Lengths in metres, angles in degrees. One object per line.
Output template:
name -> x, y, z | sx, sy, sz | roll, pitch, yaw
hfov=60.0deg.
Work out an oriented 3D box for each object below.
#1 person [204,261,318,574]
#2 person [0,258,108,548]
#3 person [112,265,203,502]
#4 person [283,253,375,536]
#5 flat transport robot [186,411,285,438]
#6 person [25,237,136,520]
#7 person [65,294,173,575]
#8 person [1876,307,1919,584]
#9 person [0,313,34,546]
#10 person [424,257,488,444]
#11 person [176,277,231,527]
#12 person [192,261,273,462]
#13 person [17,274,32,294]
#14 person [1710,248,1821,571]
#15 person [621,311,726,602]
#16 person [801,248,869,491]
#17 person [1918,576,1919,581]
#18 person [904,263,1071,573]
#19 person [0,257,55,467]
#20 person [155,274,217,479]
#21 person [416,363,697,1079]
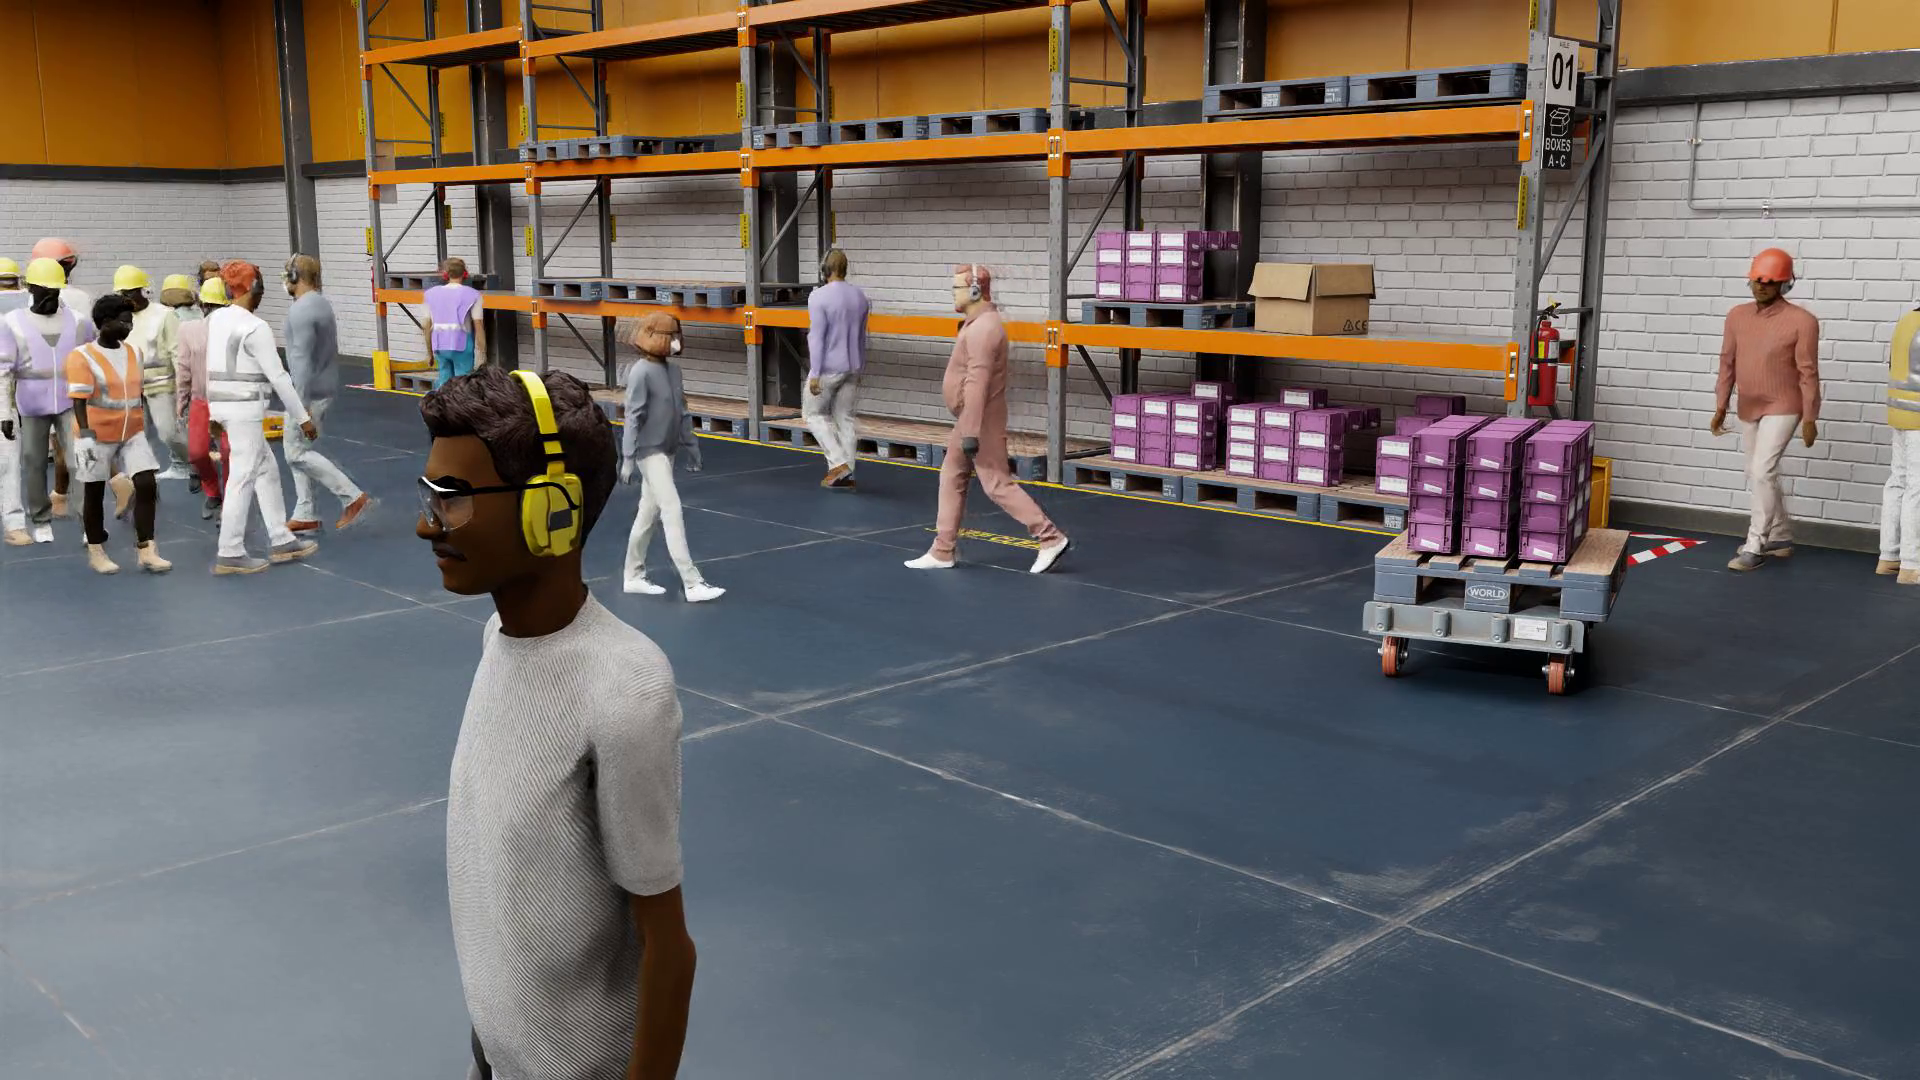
person -> -4.254, -0.742, 10.054 | 0.622, 1.859, 0.741 | 10, 14, 44
person -> -5.866, -0.871, 10.746 | 0.625, 1.868, 0.999 | -9, 14, -41
person -> -6.110, -1.176, 12.609 | 0.622, 1.810, 0.616 | 2, 11, 9
person -> -4.342, -0.959, 11.131 | 0.590, 1.900, 0.651 | -2, 11, -11
flat transport robot -> -7.230, -1.186, 16.838 | 1.431, 0.197, 0.652 | 8, 13, 37
person -> -6.242, -1.114, 11.709 | 0.904, 2.016, 0.631 | 1, 10, 3
person -> -4.980, -0.609, 9.843 | 0.658, 1.668, 0.558 | 6, 12, 29
person -> 5.644, -0.662, 9.701 | 0.429, 1.841, 0.633 | 2, 11, 8
person -> -6.510, -0.855, 10.950 | 0.818, 1.788, 0.644 | 10, 15, 44
person -> -4.759, -1.756, 15.736 | 0.601, 1.815, 0.491 | 2, 11, 12
person -> -5.168, -0.950, 11.549 | 0.569, 1.730, 0.367 | -1, 10, -4
person -> -6.474, -1.537, 14.599 | 0.973, 1.790, 0.539 | 7, 13, 34
person -> -10.351, -2.120, 18.297 | 0.750, 1.605, 0.498 | 6, 12, 31
person -> 4.983, -0.799, 10.187 | 0.708, 1.955, 0.637 | -4, 11, -23
person -> -1.588, -0.455, 9.214 | 0.781, 1.599, 0.543 | 3, 11, 15
person -> -0.992, -1.334, 13.138 | 0.448, 1.919, 0.649 | 9, 14, 39
person -> 5.945, -0.555, 9.242 | 0.553, 1.807, 0.949 | -10, 14, -43
person -> 0.183, -0.714, 9.938 | 0.962, 1.868, 0.650 | 0, 10, 0
person -> -8.195, -1.528, 14.452 | 0.599, 1.827, 0.404 | -8, 13, -36
person -> -6.330, -1.356, 13.838 | 0.747, 1.707, 0.516 | 0, 10, -3
person -> -0.525, 0.708, 2.149 | 0.324, 1.871, 0.526 | -8, 13, -36
